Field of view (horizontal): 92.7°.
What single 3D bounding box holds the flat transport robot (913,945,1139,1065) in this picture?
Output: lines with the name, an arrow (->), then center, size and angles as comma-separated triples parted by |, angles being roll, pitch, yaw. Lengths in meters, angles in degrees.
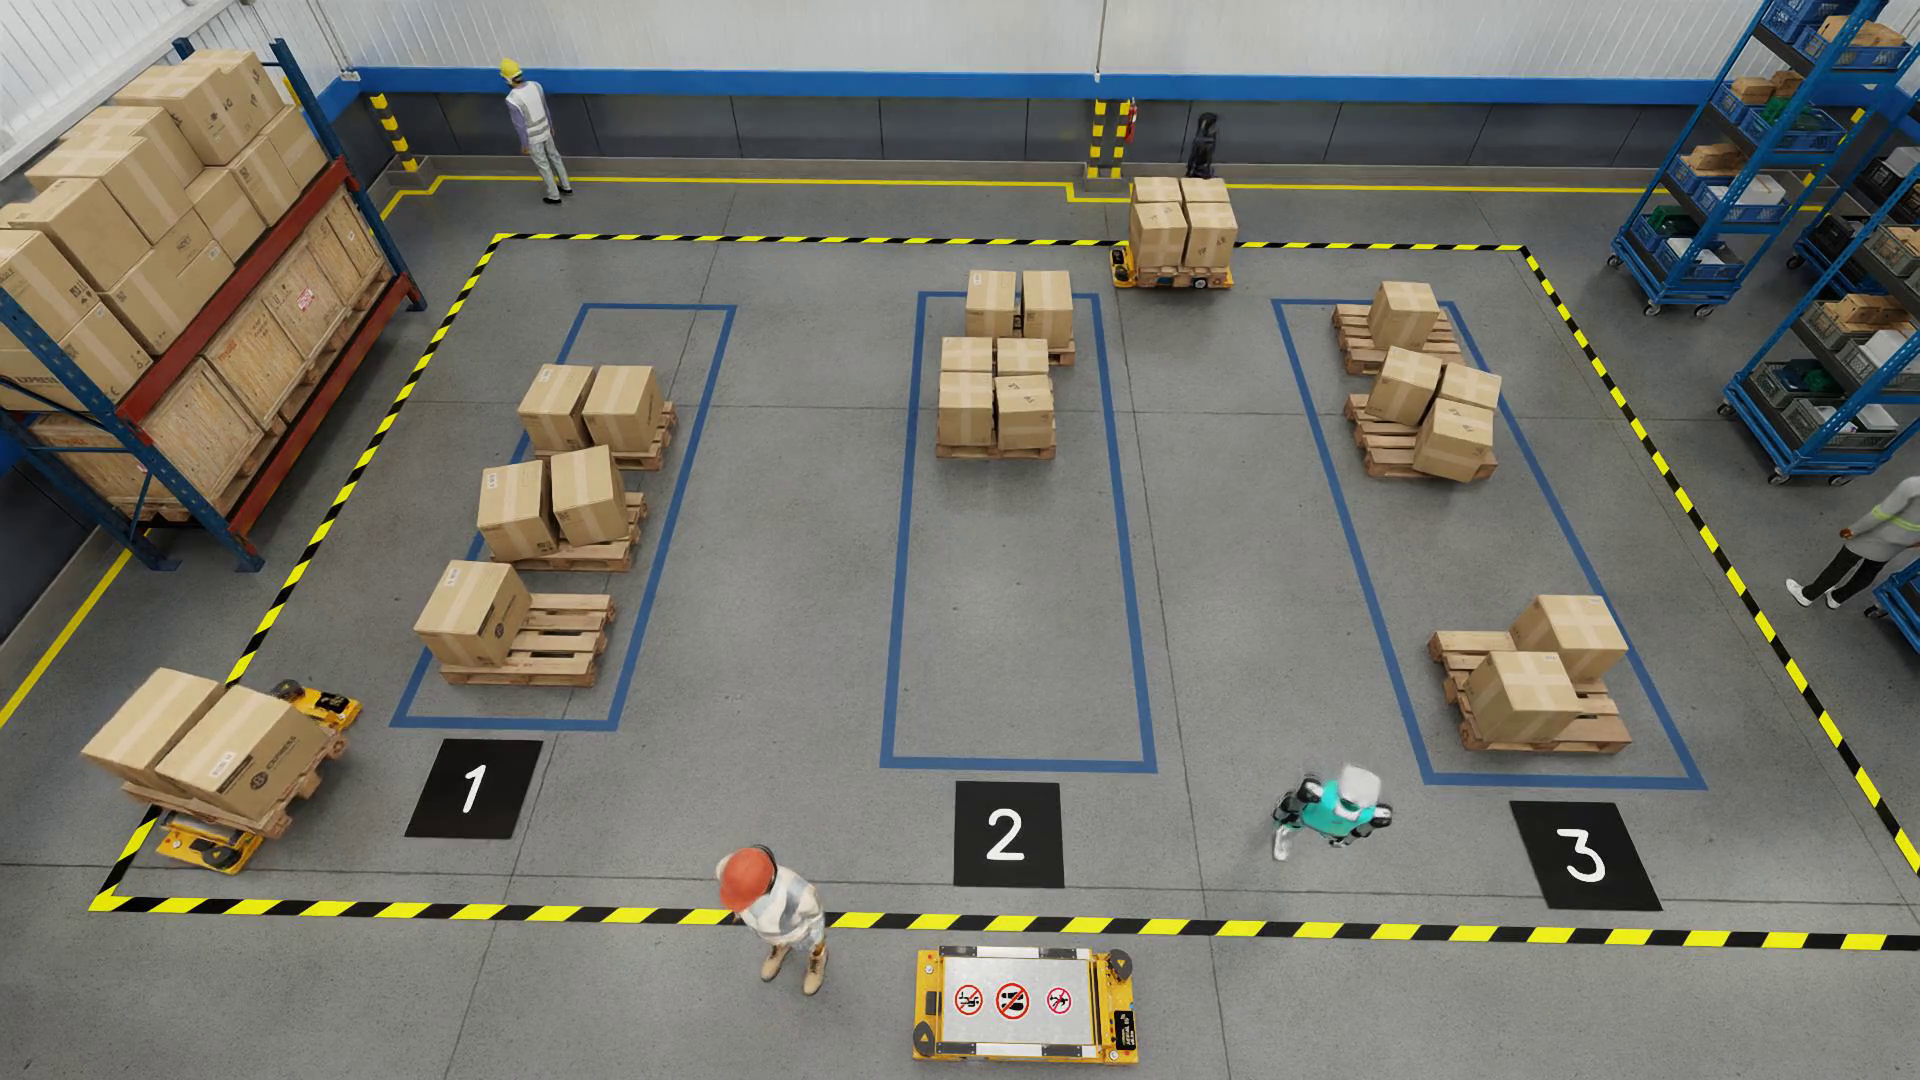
flat transport robot -> 0.422, 3.041, 6.007 | 1.431, 0.231, 0.659 | 1, 51, 1

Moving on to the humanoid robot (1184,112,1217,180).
humanoid robot -> 2.979, -4.392, 11.171 | 0.617, 1.637, 0.590 | -8, 51, -6

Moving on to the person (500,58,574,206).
person -> -5.429, -5.190, 11.709 | 0.404, 1.827, 0.599 | 17, 53, 13

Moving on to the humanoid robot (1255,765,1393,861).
humanoid robot -> 2.380, 1.778, 6.122 | 0.554, 1.826, 0.793 | 16, 53, 13

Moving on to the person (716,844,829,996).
person -> -1.100, 2.293, 5.473 | 0.613, 2.040, 0.390 | 14, 52, 12

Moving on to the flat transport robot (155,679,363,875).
flat transport robot -> -5.365, 1.768, 7.026 | 0.652, 0.197, 1.431 | 11, 52, 9

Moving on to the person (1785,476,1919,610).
person -> 7.641, -0.090, 7.538 | 0.597, 1.849, 0.388 | 8, 51, 6

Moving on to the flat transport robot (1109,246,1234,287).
flat transport robot -> 2.583, -3.366, 11.211 | 1.431, 0.197, 0.652 | 1, 51, 0
